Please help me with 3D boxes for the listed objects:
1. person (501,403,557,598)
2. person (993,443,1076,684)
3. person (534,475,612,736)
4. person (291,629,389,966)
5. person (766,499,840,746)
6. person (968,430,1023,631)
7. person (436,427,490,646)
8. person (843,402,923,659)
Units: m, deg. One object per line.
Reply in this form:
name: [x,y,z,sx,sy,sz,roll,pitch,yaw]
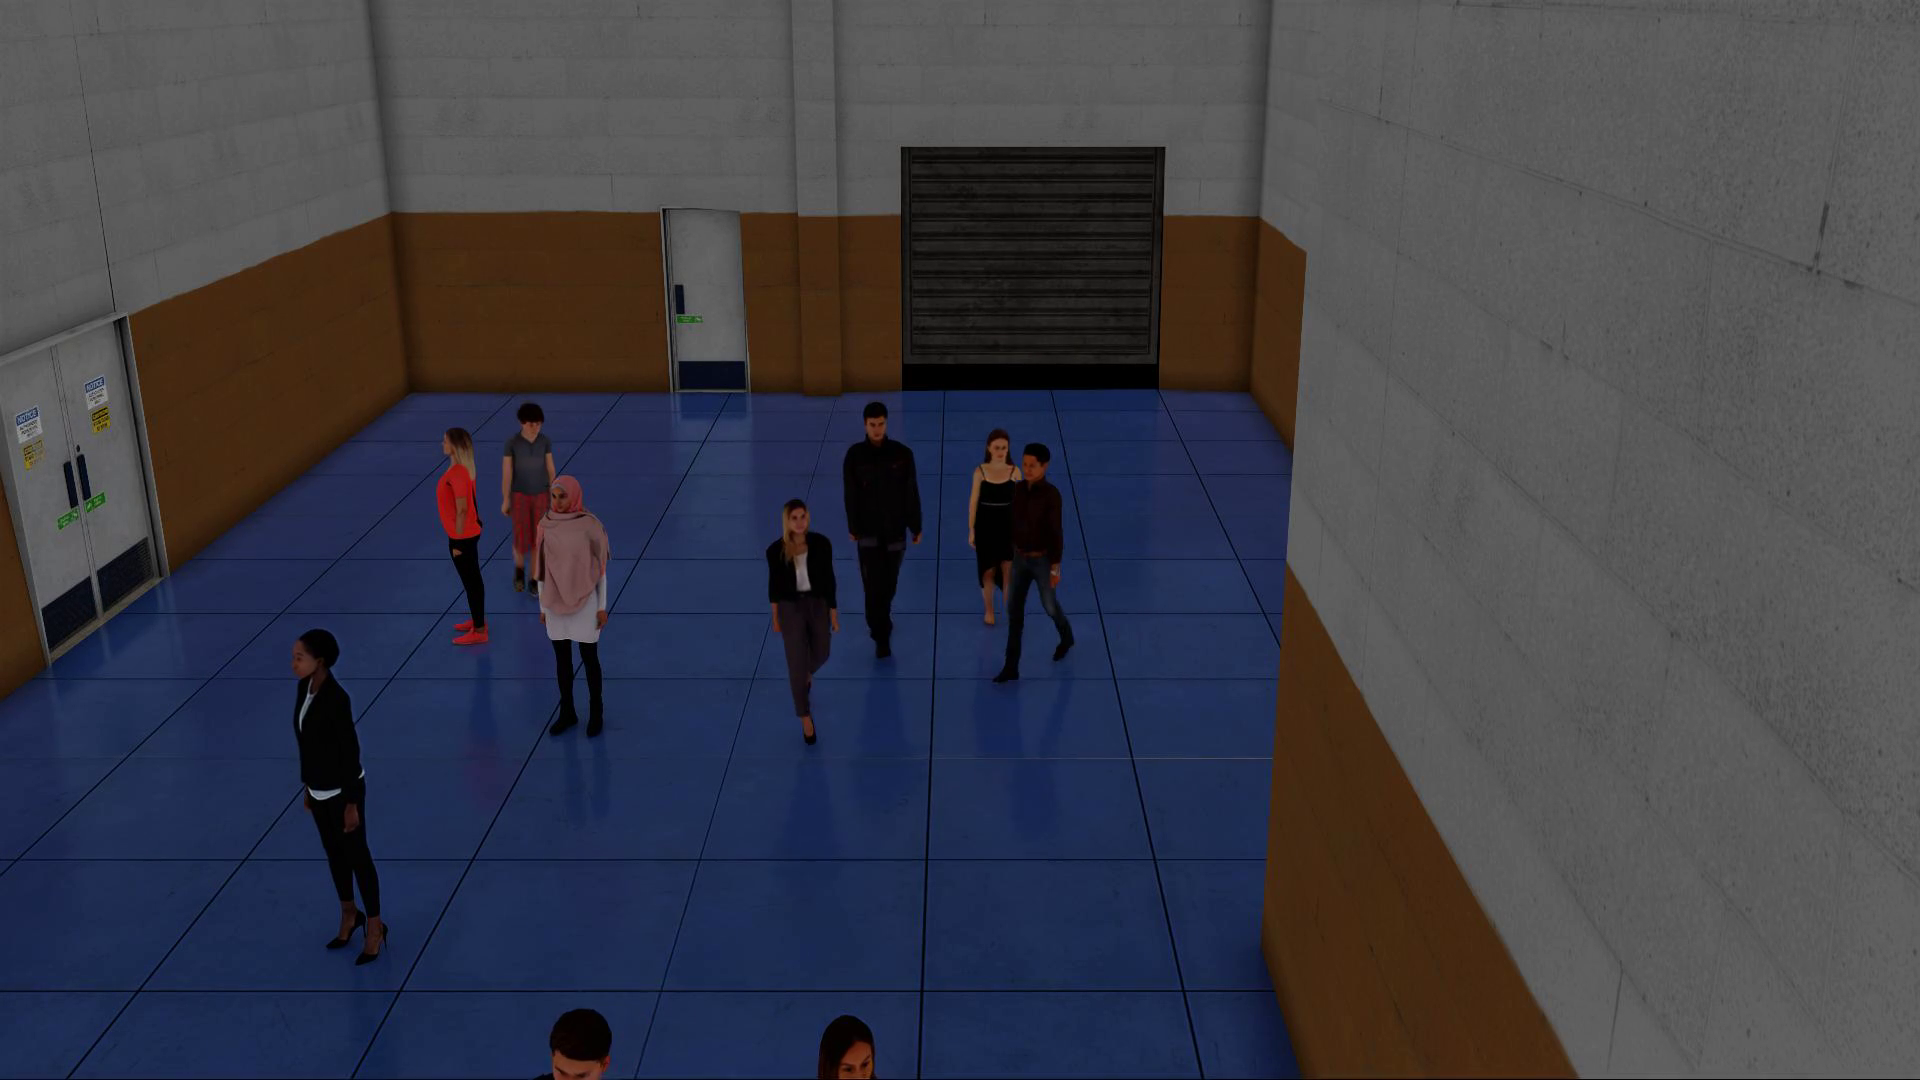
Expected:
person: [-3.571,-0.354,13.752,0.747,1.638,0.808,-8,20,-21]
person: [0.606,0.152,12.112,1.176,1.739,1.180,15,24,37]
person: [-2.599,0.437,11.167,0.563,1.804,0.717,2,19,6]
person: [-3.192,1.315,8.514,0.670,1.834,0.744,15,24,38]
person: [-1.053,0.506,11.213,1.024,1.644,0.837,-5,19,-14]
person: [0.267,-0.099,13.073,0.773,1.602,0.667,-1,19,-2]
person: [-3.797,-0.043,12.764,0.597,1.694,0.636,-4,19,-12]
person: [-0.598,-0.125,12.690,1.232,1.896,0.974,-4,19,-12]
